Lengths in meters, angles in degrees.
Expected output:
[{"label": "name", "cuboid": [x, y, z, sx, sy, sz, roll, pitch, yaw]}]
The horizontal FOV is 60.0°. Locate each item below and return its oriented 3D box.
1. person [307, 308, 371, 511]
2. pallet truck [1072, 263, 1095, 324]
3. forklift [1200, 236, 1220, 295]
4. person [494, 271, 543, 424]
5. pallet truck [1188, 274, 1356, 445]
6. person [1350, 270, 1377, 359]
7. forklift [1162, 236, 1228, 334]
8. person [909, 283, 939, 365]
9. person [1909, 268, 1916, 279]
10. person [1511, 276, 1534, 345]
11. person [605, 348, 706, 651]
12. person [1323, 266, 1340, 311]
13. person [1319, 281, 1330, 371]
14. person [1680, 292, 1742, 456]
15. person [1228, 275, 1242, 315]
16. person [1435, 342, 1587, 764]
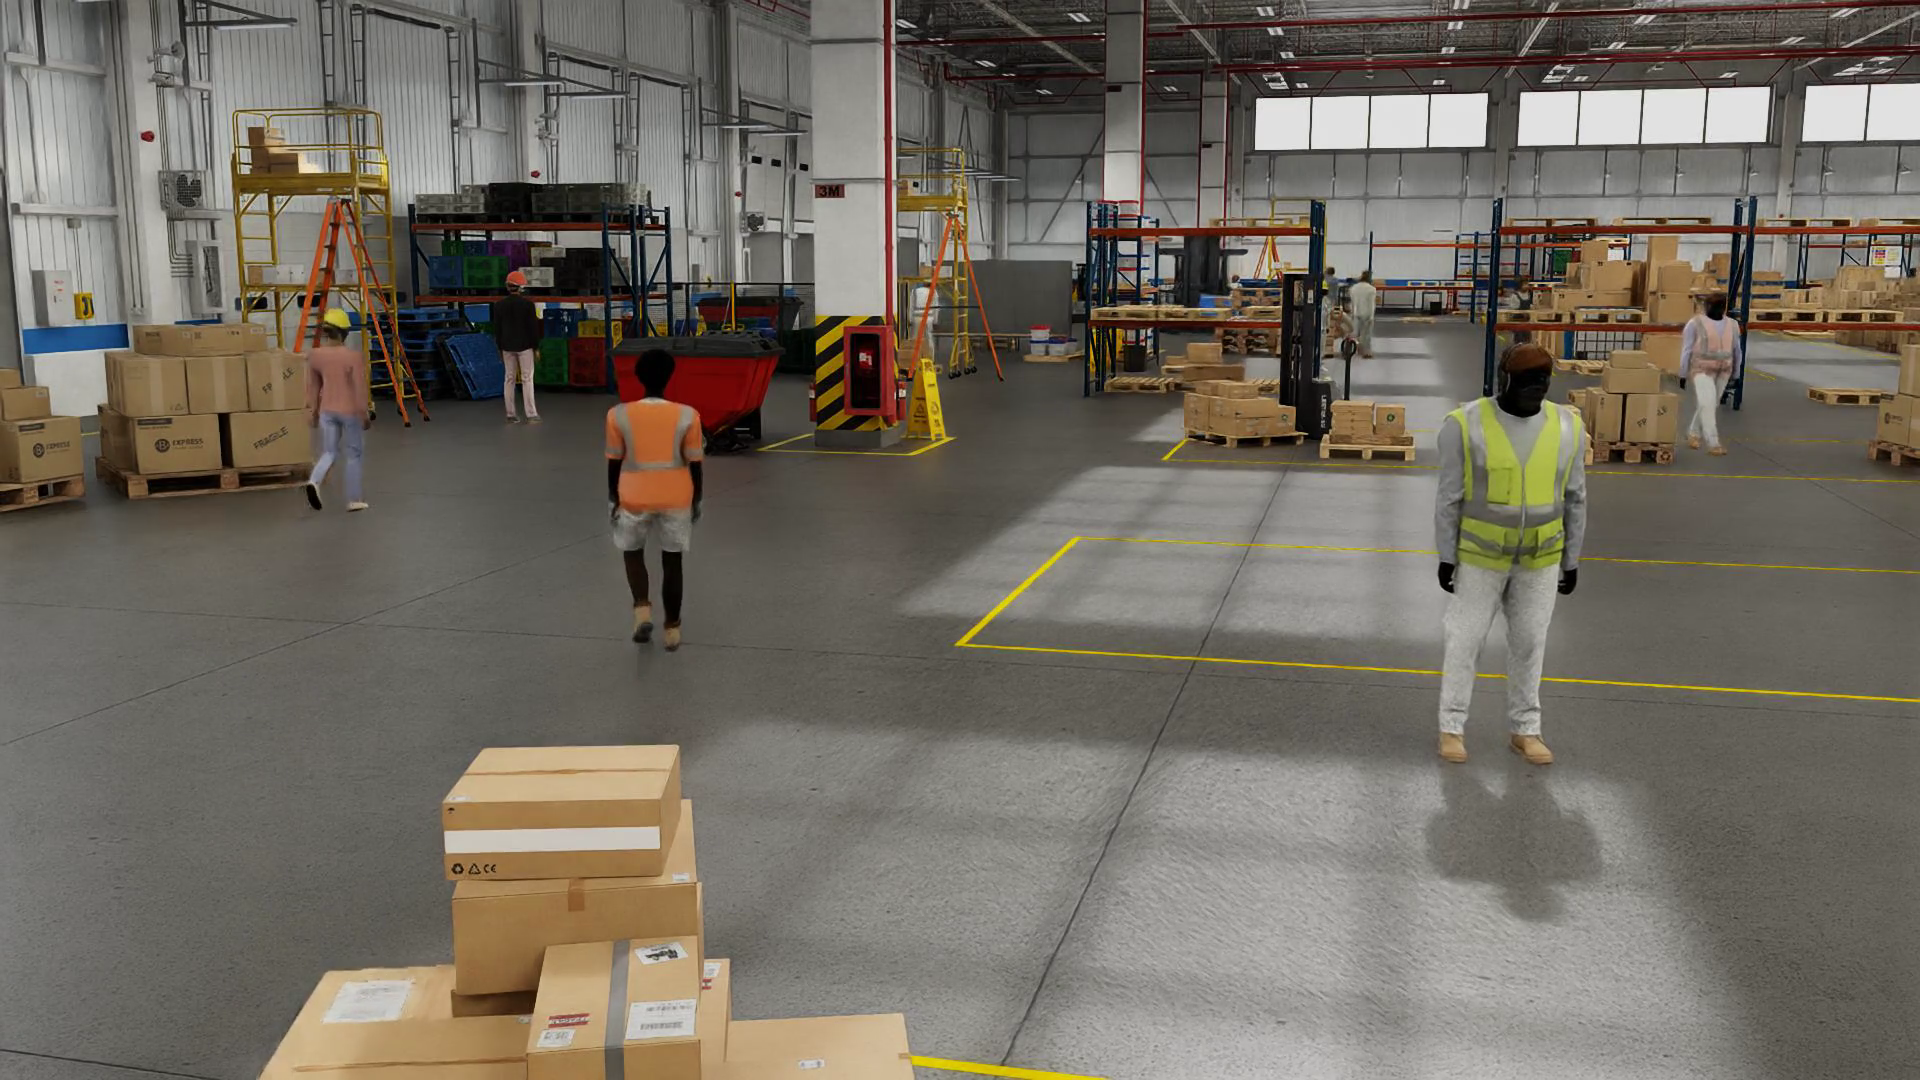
[{"label": "person", "cuboid": [-5.288, -1.081, 14.102, 0.529, 1.751, 0.598, 2, 10, 11]}, {"label": "pallet truck", "cuboid": [4.325, -8.180, 55.162, 0.823, 1.965, 1.885, 6, 11, 31]}, {"label": "forklift", "cuboid": [7.541, -7.835, 50.538, 1.873, 2.768, 1.129, -2, 10, -13]}, {"label": "person", "cuboid": [-5.792, -2.517, 21.823, 0.610, 1.996, 0.378, 2, 10, 13]}, {"label": "pallet truck", "cuboid": [3.653, -2.138, 19.590, 1.885, 1.965, 0.823, -4, 10, -20]}, {"label": "person", "cuboid": [8.560, -4.792, 35.447, 0.635, 1.921, 0.674, 9, 13, 42]}, {"label": "forklift", "cuboid": [6.533, -7.204, 46.819, 1.873, 2.768, 1.129, -1, 10, -6]}, {"label": "person", "cuboid": [-0.743, -4.369, 33.133, 0.649, 1.861, 0.394, 2, 10, 11]}, {"label": "person", "cuboid": [28.570, -7.212, 49.865, 0.595, 1.881, 0.988, -1, 10, -4]}, {"label": "person", "cuboid": [10.607, -4.058, 31.395, 0.535, 1.826, 0.399, -6, 11, -31]}, {"label": "person", "cuboid": [-1.672, -0.214, 9.184, 0.553, 1.683, 0.372, -2, 10, -11]}, {"label": "person", "cuboid": [11.020, -7.231, 49.787, 0.632, 1.923, 0.707, 5, 11, 29]}, {"label": "person", "cuboid": [6.873, -4.084, 31.821, 0.486, 1.736, 0.331, -4, 10, -22]}, {"label": "person", "cuboid": [8.367, -1.866, 18.574, 0.631, 1.803, 0.964, -1, 10, -6]}, {"label": "person", "cuboid": [8.603, -7.475, 52.058, 0.515, 1.641, 0.314, 6, 11, 33]}, {"label": "person", "cuboid": [2.350, 0.071, 7.114, 0.640, 1.832, 0.432, 1, 10, 3]}]
